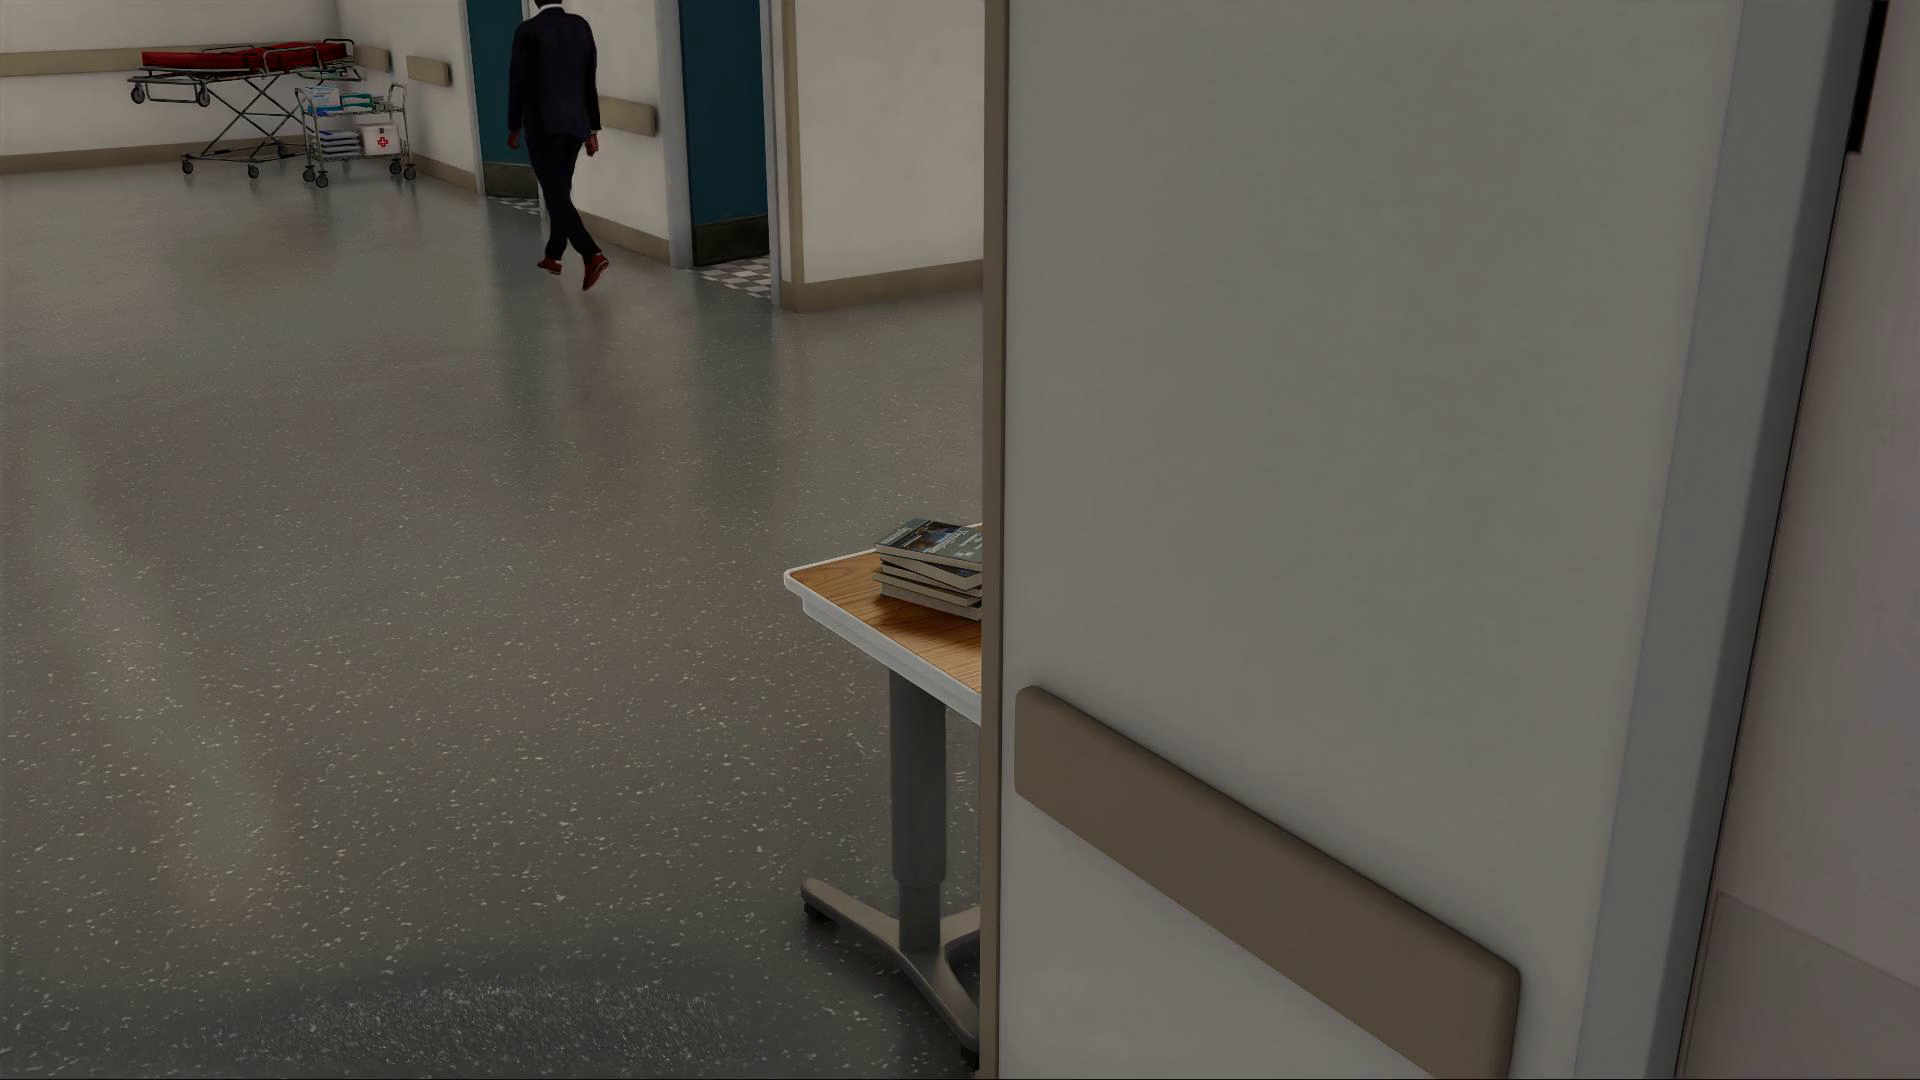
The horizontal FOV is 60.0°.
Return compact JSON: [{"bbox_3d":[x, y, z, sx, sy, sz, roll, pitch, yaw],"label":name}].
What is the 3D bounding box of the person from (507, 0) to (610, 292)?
[{"bbox_3d":[-2.321,-2.371,9.714,1.218,1.803,0.844,18,27,40],"label":"person"}]
